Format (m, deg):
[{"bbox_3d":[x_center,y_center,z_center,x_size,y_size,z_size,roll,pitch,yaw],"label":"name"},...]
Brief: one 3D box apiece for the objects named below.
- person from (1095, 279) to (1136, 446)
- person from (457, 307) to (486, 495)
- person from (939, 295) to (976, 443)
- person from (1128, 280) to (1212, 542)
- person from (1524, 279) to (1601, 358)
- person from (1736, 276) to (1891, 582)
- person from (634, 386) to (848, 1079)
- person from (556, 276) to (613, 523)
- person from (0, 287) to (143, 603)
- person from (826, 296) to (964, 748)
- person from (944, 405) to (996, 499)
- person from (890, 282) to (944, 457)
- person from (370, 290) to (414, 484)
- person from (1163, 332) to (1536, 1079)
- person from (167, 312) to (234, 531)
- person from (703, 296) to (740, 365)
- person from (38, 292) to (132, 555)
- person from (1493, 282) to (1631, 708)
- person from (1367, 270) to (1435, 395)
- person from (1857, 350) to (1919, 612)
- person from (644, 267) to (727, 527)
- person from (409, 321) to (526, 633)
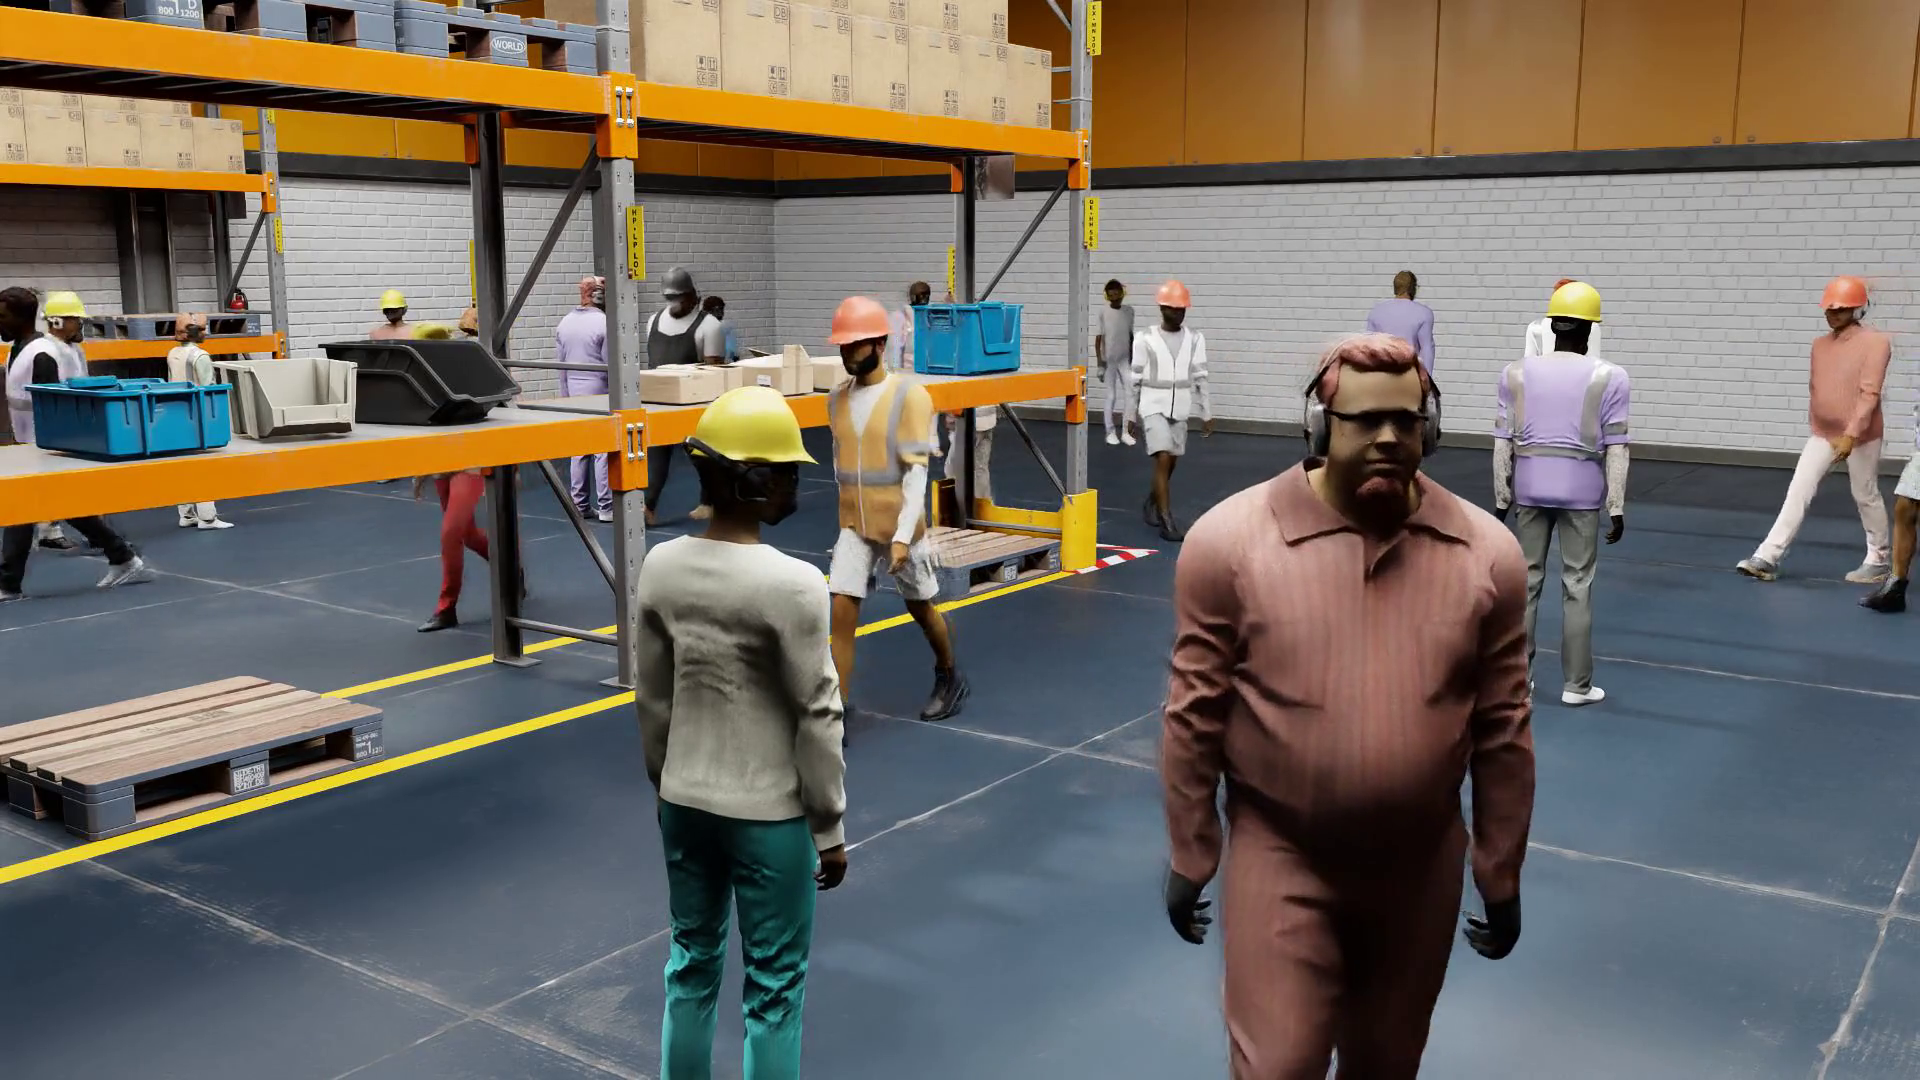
[{"bbox_3d":[1.696,-1.936,18.211,0.556,1.820,0.544,-4,10,-20],"label":"person"},{"bbox_3d":[-4.188,-1.205,14.426,0.507,1.631,0.266,7,12,35],"label":"person"},{"bbox_3d":[0.029,-1.982,18.293,0.684,1.880,0.706,-3,10,-16],"label":"person"},{"bbox_3d":[1.516,-0.977,12.325,0.558,1.892,0.983,-2,10,-14],"label":"person"},{"bbox_3d":[4.632,-1.060,12.821,0.585,1.881,0.337,7,12,35],"label":"person"},{"bbox_3d":[5.436,-0.666,10.344,1.046,1.918,0.625,-4,10,-21],"label":"person"},{"bbox_3d":[-0.449,0.559,3.532,0.533,1.765,0.322,7,12,35],"label":"person"},{"bbox_3d":[-2.816,-1.088,12.923,0.652,1.904,0.403,7,12,35],"label":"person"},{"bbox_3d":[-5.493,-0.583,10.016,0.984,1.879,0.608,-8,12,-39],"label":"person"},{"bbox_3d":[-0.312,-0.086,7.039,0.547,1.888,1.025,5,11,29],"label":"person"},{"bbox_3d":[0.073,-0.821,12.110,0.401,1.627,0.527,4,10,20],"label":"person"},{"bbox_3d":[-0.470,-1.796,17.426,0.627,1.820,0.846,-6,11,-30],"label":"person"},{"bbox_3d":[-5.084,-1.378,15.070,0.533,1.765,0.330,0,10,1],"label":"person"},{"bbox_3d":[0.710,0.578,3.015,0.669,1.894,0.432,0,10,-2],"label":"person"},{"bbox_3d":[-5.757,-0.888,12.526,0.523,1.636,0.310,7,12,35],"label":"person"},{"bbox_3d":[-2.363,-1.549,16.353,0.538,1.678,0.567,-8,13,-41],"label":"person"},{"bbox_3d":[-6.058,-0.791,11.447,0.803,1.799,0.622,-1,10,-5],"label":"person"},{"bbox_3d":[2.741,-0.205,7.598,0.594,1.924,0.382,7,12,35],"label":"person"},{"bbox_3d":[4.040,-1.500,15.282,0.635,1.936,0.350,7,12,35],"label":"person"},{"bbox_3d":[5.486,-0.501,9.390,0.780,1.913,0.571,-3,10,-19],"label":"person"},{"bbox_3d":[-2.143,-1.113,12.668,0.694,2.000,1.051,4,10,21],"label":"person"},{"bbox_3d":[-2.772,-0.387,9.361,0.532,1.712,0.849,5,11,27],"label":"person"}]
